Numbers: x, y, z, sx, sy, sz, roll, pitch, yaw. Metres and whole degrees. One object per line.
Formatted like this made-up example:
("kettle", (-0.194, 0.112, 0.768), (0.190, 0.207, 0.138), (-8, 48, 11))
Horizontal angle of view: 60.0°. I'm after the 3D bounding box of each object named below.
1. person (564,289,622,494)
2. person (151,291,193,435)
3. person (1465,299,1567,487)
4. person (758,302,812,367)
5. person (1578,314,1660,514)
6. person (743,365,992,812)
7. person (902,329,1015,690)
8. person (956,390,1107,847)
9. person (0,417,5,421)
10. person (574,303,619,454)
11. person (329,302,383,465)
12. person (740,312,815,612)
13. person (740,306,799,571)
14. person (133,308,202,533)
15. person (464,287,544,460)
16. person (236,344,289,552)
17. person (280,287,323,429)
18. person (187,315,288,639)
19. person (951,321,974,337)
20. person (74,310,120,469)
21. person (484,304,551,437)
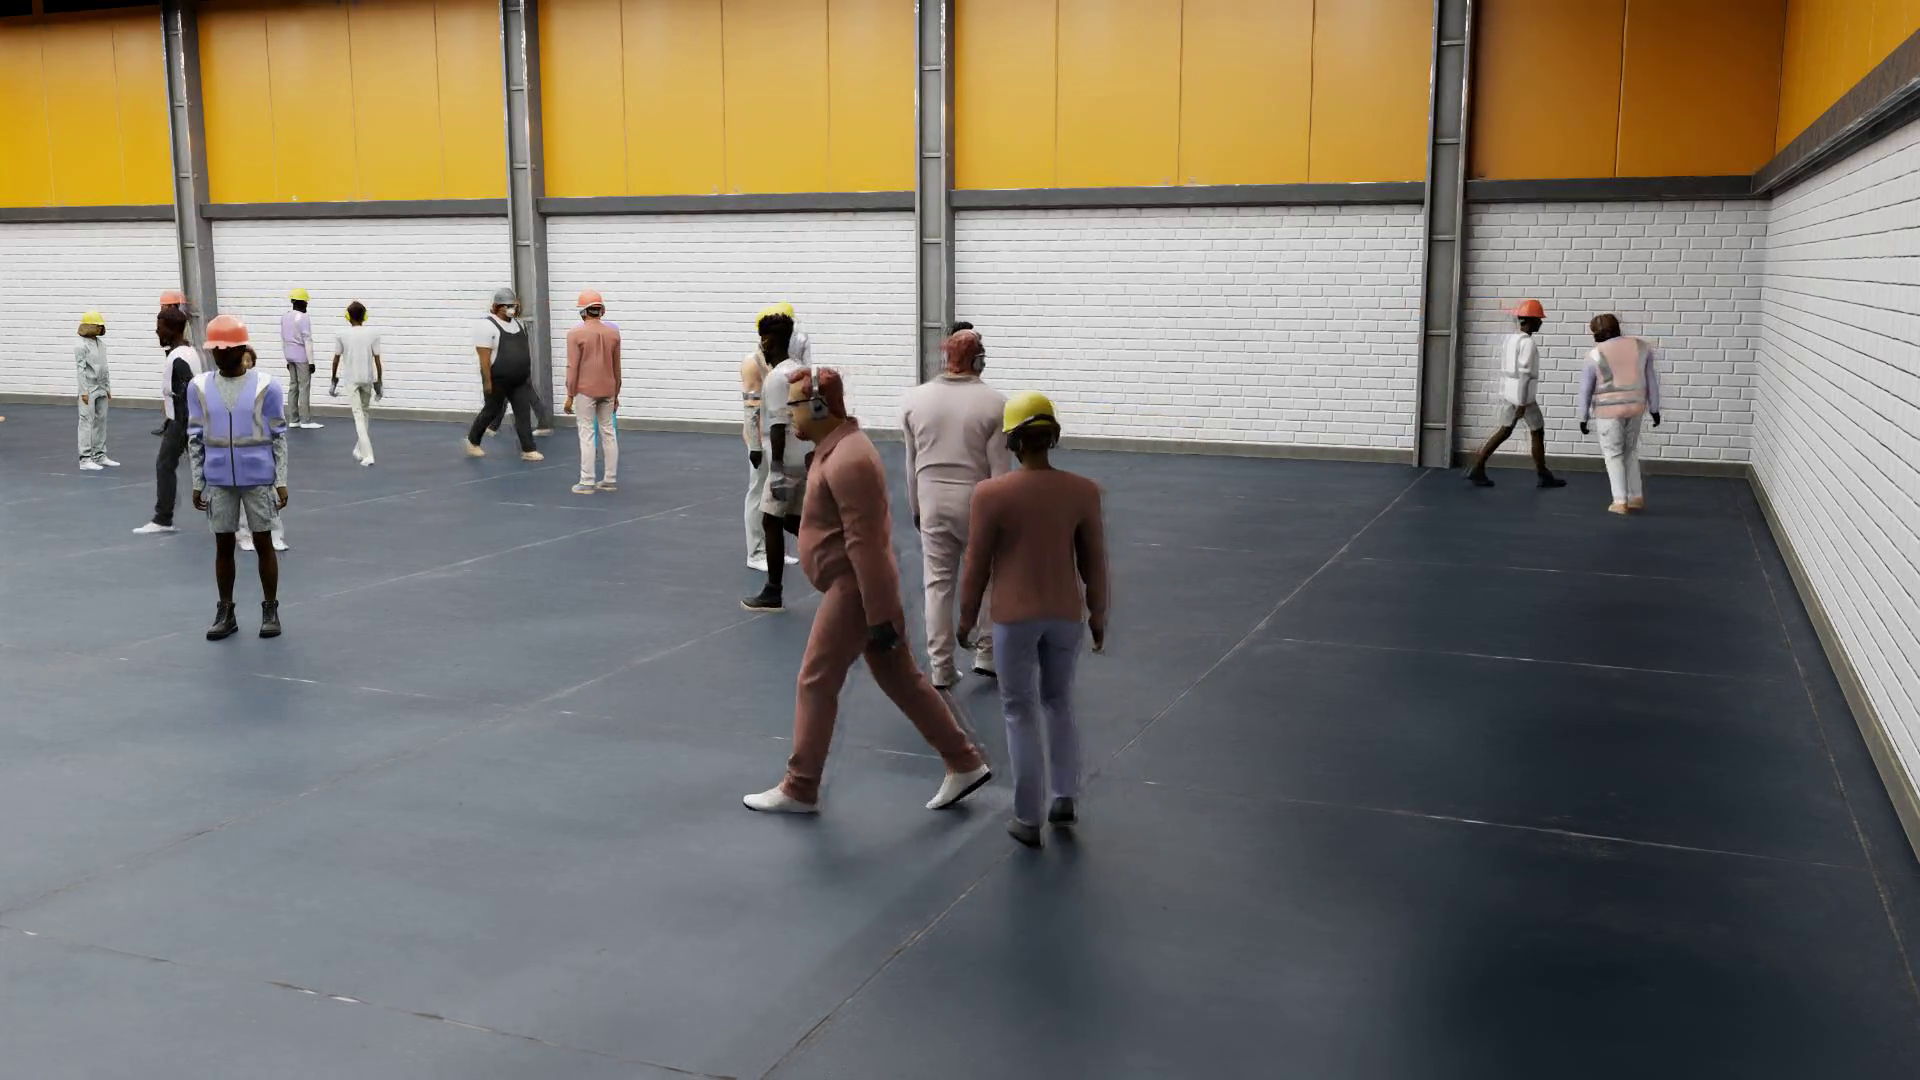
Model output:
("person", (-3.586, -1.450, 16.275), (0.382, 1.994, 0.613), (9, 13, 42))
("person", (-10.168, -2.325, 21.875), (0.903, 1.905, 0.544), (-7, 12, -36))
("person", (5.568, -1.453, 16.610), (0.996, 1.896, 0.557), (0, 9, -2))
("person", (-1.909, -1.685, 18.188), (0.597, 1.828, 0.403), (-1, 9, -7))
("person", (5.895, -1.130, 14.947), (0.698, 1.797, 0.445), (-1, 9, -5))
("person", (-0.350, 0.212, 6.699), (0.995, 1.843, 0.645), (0, 9, 1))
("person", (0.019, -0.162, 8.801), (0.648, 1.887, 0.601), (4, 10, 20))
("person", (0.281, 0.301, 6.406), (0.541, 1.742, 0.409), (-3, 10, -20))
("person", (-13.954, -2.595, 23.667), (0.624, 1.844, 0.430), (6, 11, 32))
("person", (-4.268, -1.926, 19.601), (0.569, 1.844, 0.377), (-6, 11, -34))
("person", (-6.778, -1.759, 18.683), (0.537, 1.818, 0.978), (-7, 11, -35))
("person", (-1.029, -0.491, 10.671), (0.710, 1.931, 0.721), (2, 10, 14))
("person", (-1.385, -0.744, 12.189), (0.385, 1.928, 0.589), (4, 10, 20))
("person", (-6.434, -1.007, 13.955), (0.960, 1.889, 0.585), (-3, 10, -18))
("person", (-5.292, -1.936, 19.073), (0.996, 2.000, 0.690), (6, 11, 31))
("person", (-5.450, -0.689, 12.788), (0.550, 1.609, 0.718), (-7, 12, -38))
("person", (-8.997, -2.479, 22.706), (0.594, 1.924, 0.382), (6, 11, 34))
("person", (-4.285, -0.366, 9.878), (0.551, 1.932, 0.377), (-2, 10, -10))
("person", (-0.032, -1.295, 16.281), (0.493, 1.683, 0.540), (0, 9, -3))
("person", (-9.463, -1.639, 18.214), (0.339, 1.735, 0.482), (1, 9, 5))
("person", (-5.790, -2.222, 21.575), (0.979, 1.795, 0.517), (2, 10, 10))
